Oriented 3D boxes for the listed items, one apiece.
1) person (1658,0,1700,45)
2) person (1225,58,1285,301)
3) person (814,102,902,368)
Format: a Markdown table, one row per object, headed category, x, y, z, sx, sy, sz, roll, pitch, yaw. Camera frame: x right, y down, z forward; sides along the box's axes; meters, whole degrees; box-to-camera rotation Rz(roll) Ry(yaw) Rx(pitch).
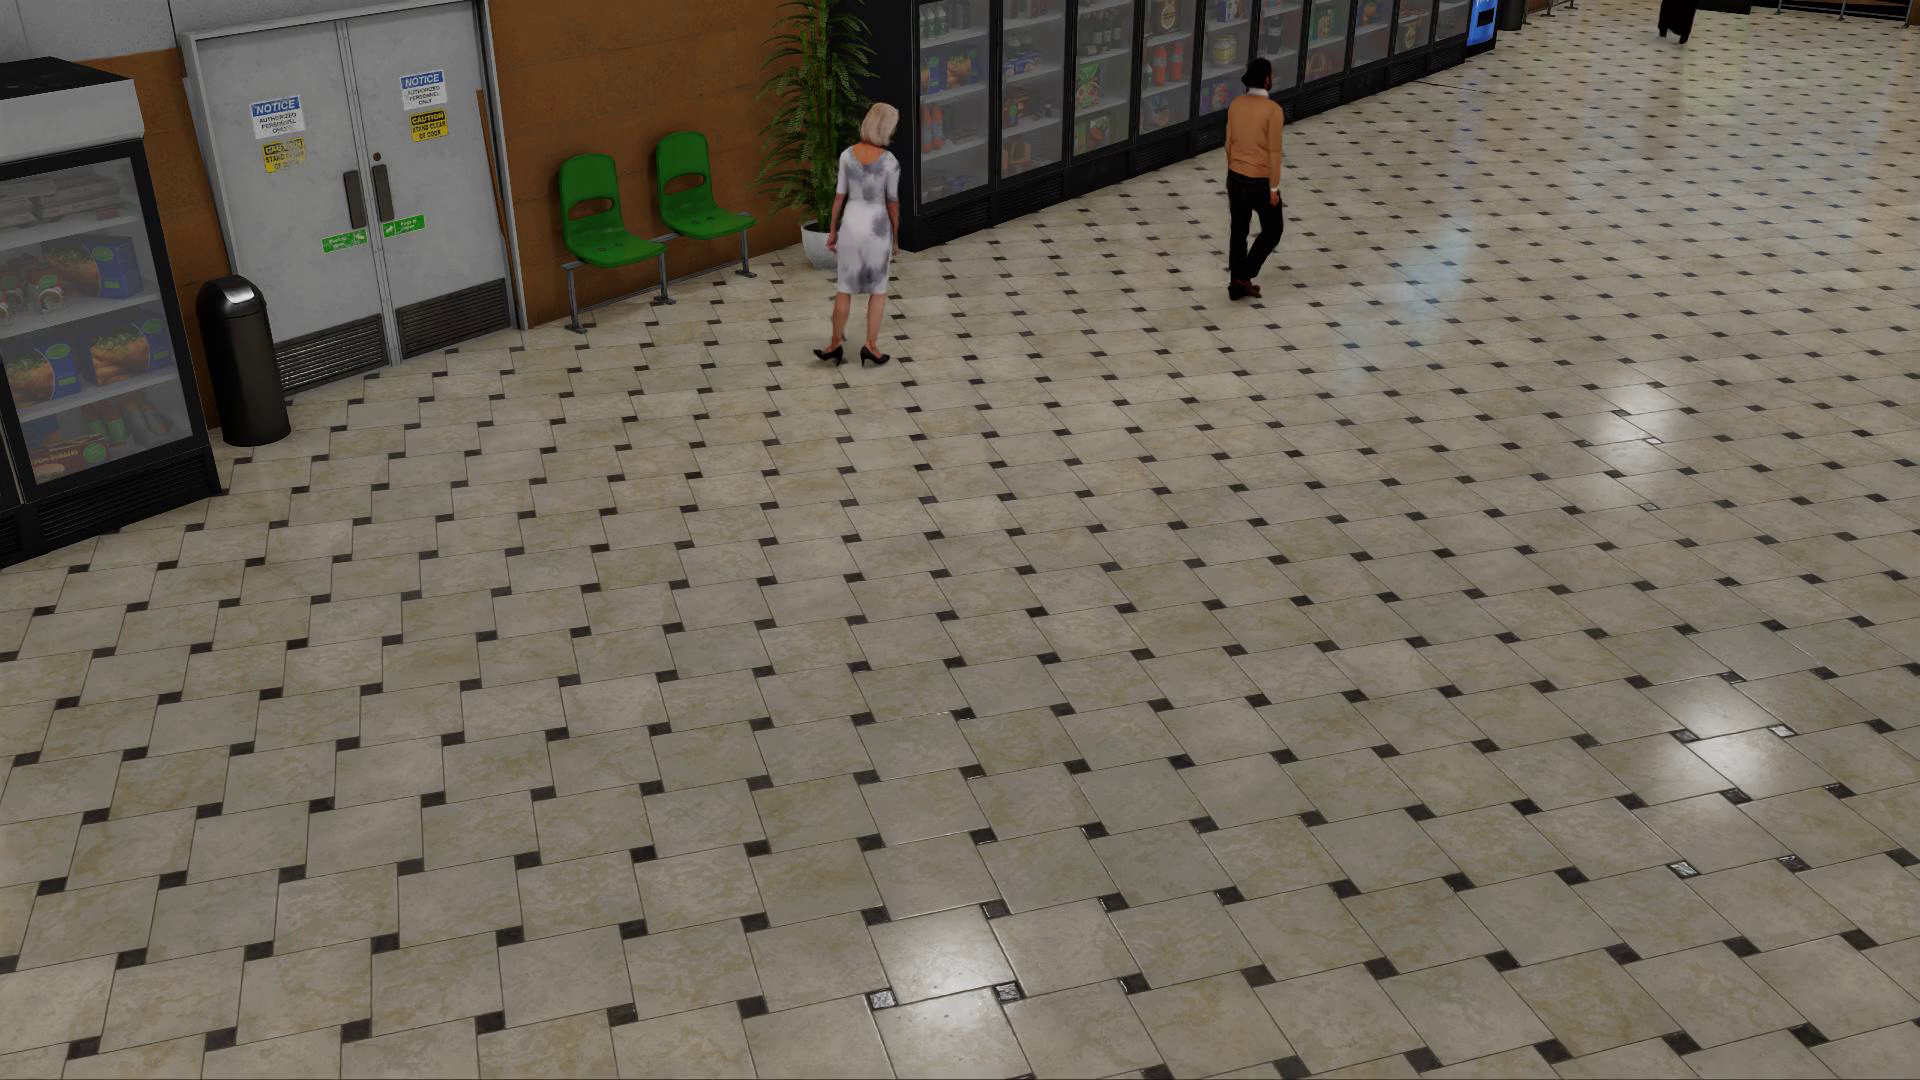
| category | x | y | z | sx | sy | sz | roll | pitch | yaw |
| --- | --- | --- | --- | --- | --- | --- | --- | --- | --- |
| person | 9.213 | -7.139 | 21.040 | 1.096 | 1.719 | 0.976 | 8 | 28 | 16 |
| person | 2.056 | -2.553 | 11.963 | 0.769 | 1.749 | 0.633 | -22 | 34 | -36 |
| person | -0.662 | -1.951 | 10.808 | 0.726 | 1.720 | 0.897 | 0 | 27 | 1 |
